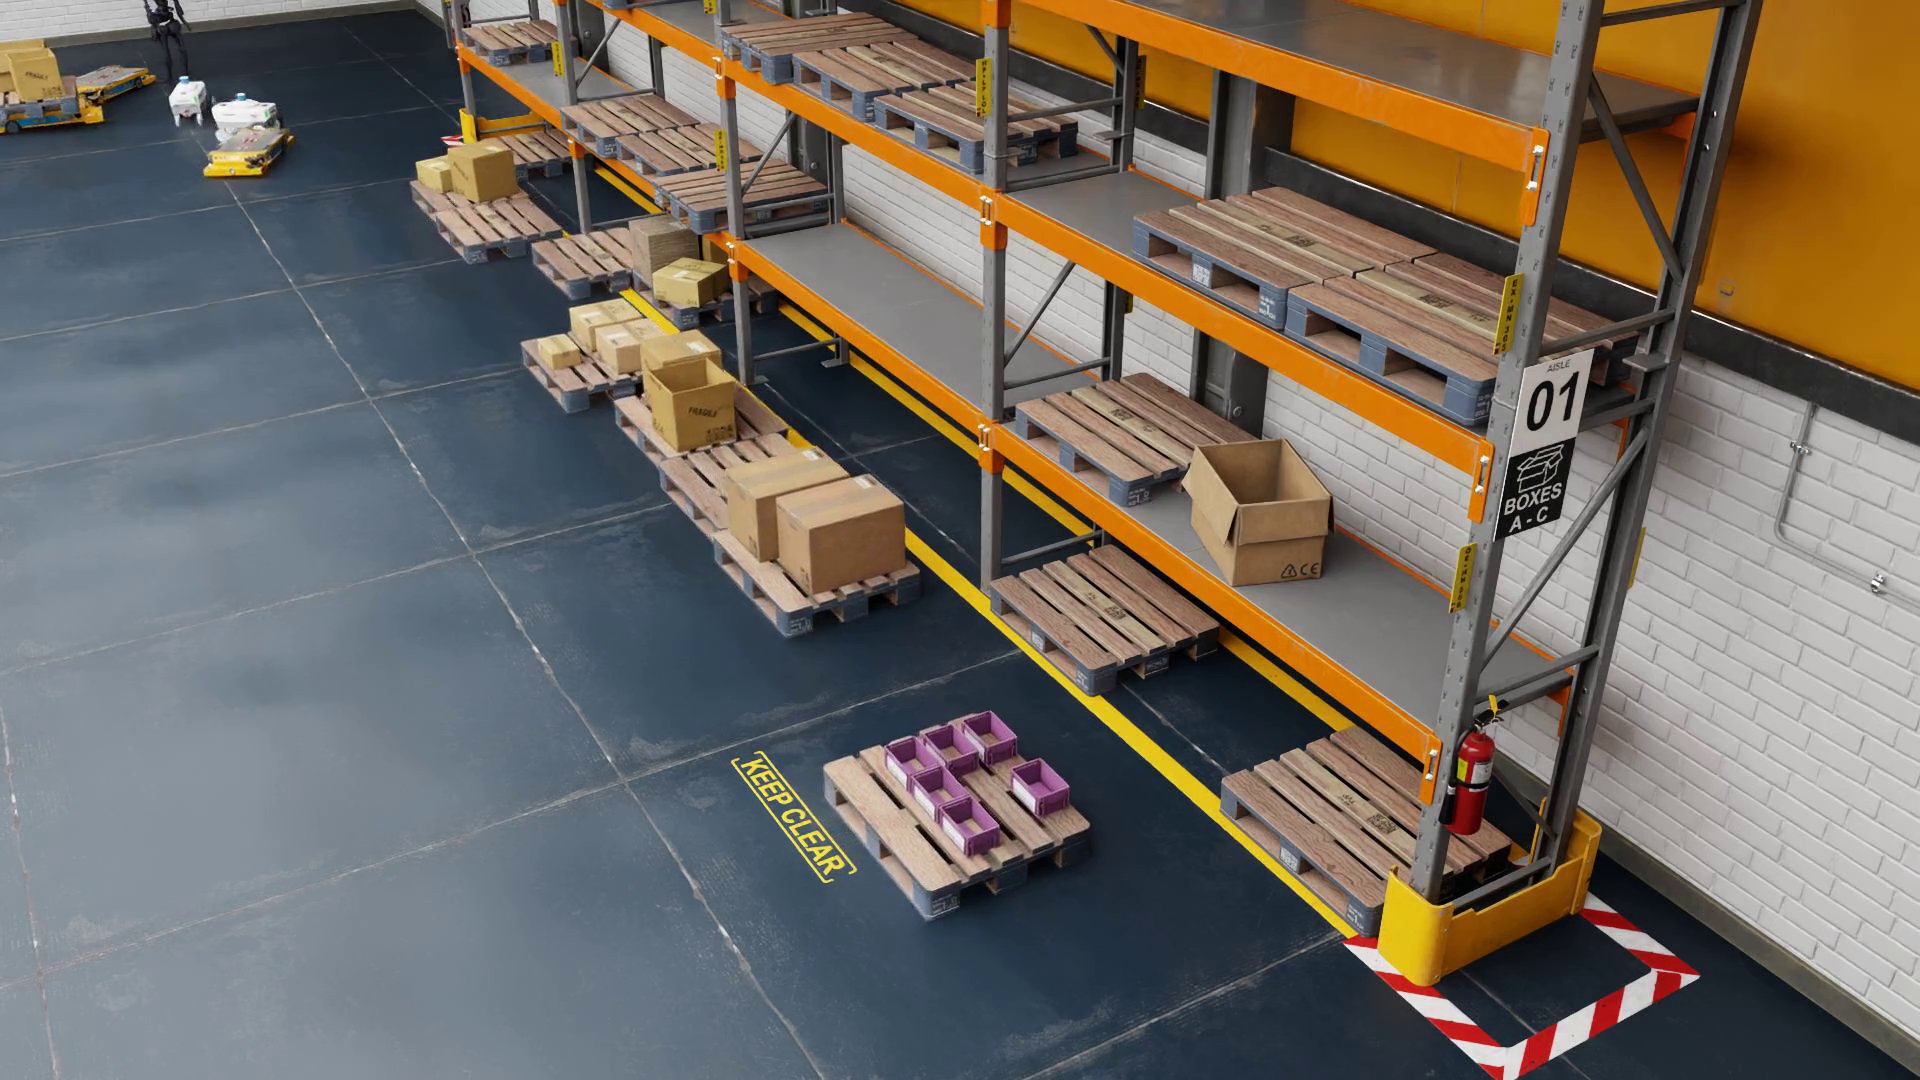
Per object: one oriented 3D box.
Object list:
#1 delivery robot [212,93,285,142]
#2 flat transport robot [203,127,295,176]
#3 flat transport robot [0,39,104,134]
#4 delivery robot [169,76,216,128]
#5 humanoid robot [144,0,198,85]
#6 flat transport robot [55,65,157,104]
[{"bbox_3d":[-8.792,-5.206,20.534,0.779,0.597,0.499,1,30,1],"label":"delivery robot"},{"bbox_3d":[-8.459,-4.633,19.812,0.659,0.231,1.431,-2,30,-4],"label":"flat transport robot"},{"bbox_3d":[-11.715,-5.407,21.178,1.431,0.231,0.659,-13,32,-22],"label":"flat transport robot"},{"bbox_3d":[-9.856,-5.622,21.285,0.499,0.613,0.796,-7,30,-12],"label":"delivery robot"},{"bbox_3d":[-10.826,-7.076,22.695,0.328,1.643,0.599,13,32,22],"label":"humanoid robot"},{"bbox_3d":[-11.570,-6.129,22.453,0.659,0.231,1.431,4,30,8],"label":"flat transport robot"}]
